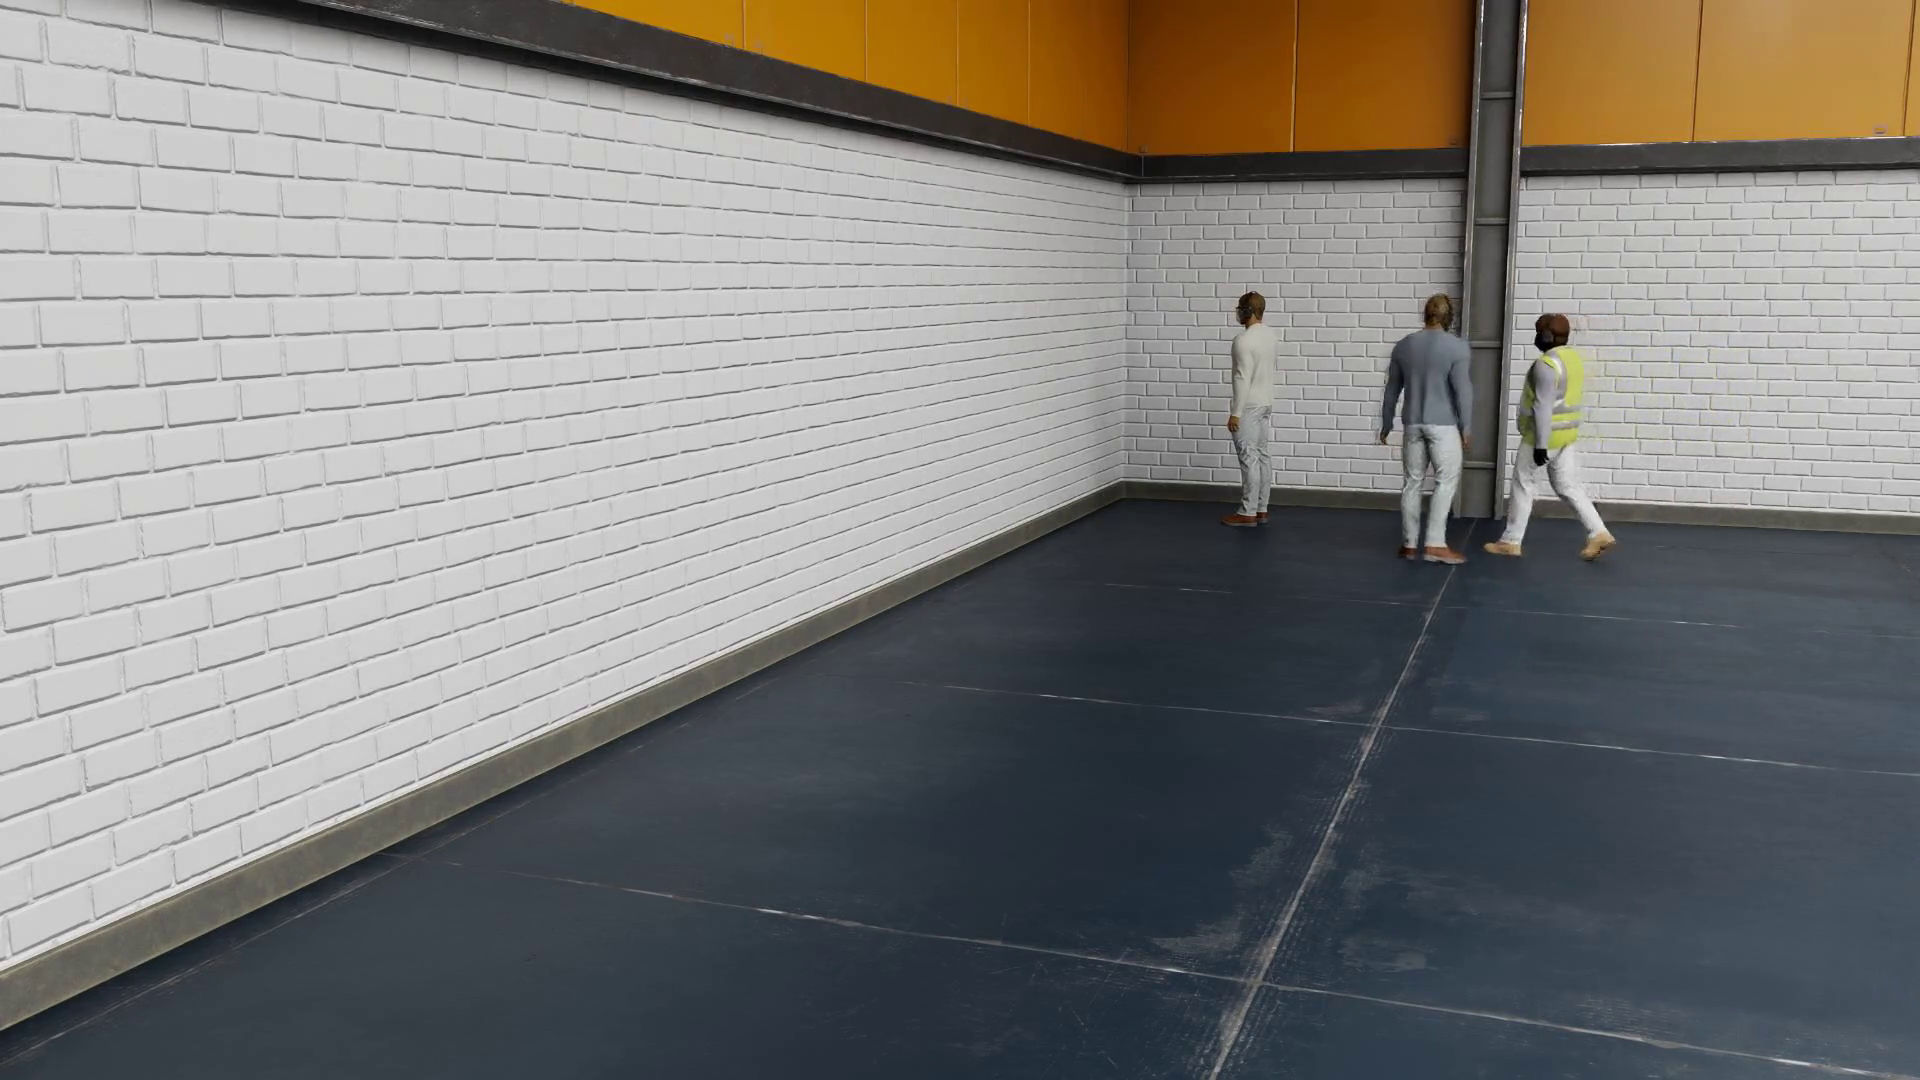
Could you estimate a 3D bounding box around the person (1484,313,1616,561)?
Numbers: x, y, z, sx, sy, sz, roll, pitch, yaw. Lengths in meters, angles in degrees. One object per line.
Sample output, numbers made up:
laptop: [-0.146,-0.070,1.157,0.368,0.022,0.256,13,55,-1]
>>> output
person: [4.337,-0.745,12.081,0.635,1.809,0.905,-9,13,-44]

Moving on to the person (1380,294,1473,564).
person: [3.338,-0.800,12.023,0.443,1.939,0.780,-8,12,-42]

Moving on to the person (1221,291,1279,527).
person: [2.398,-1.078,13.748,0.372,1.940,0.632,6,11,33]
